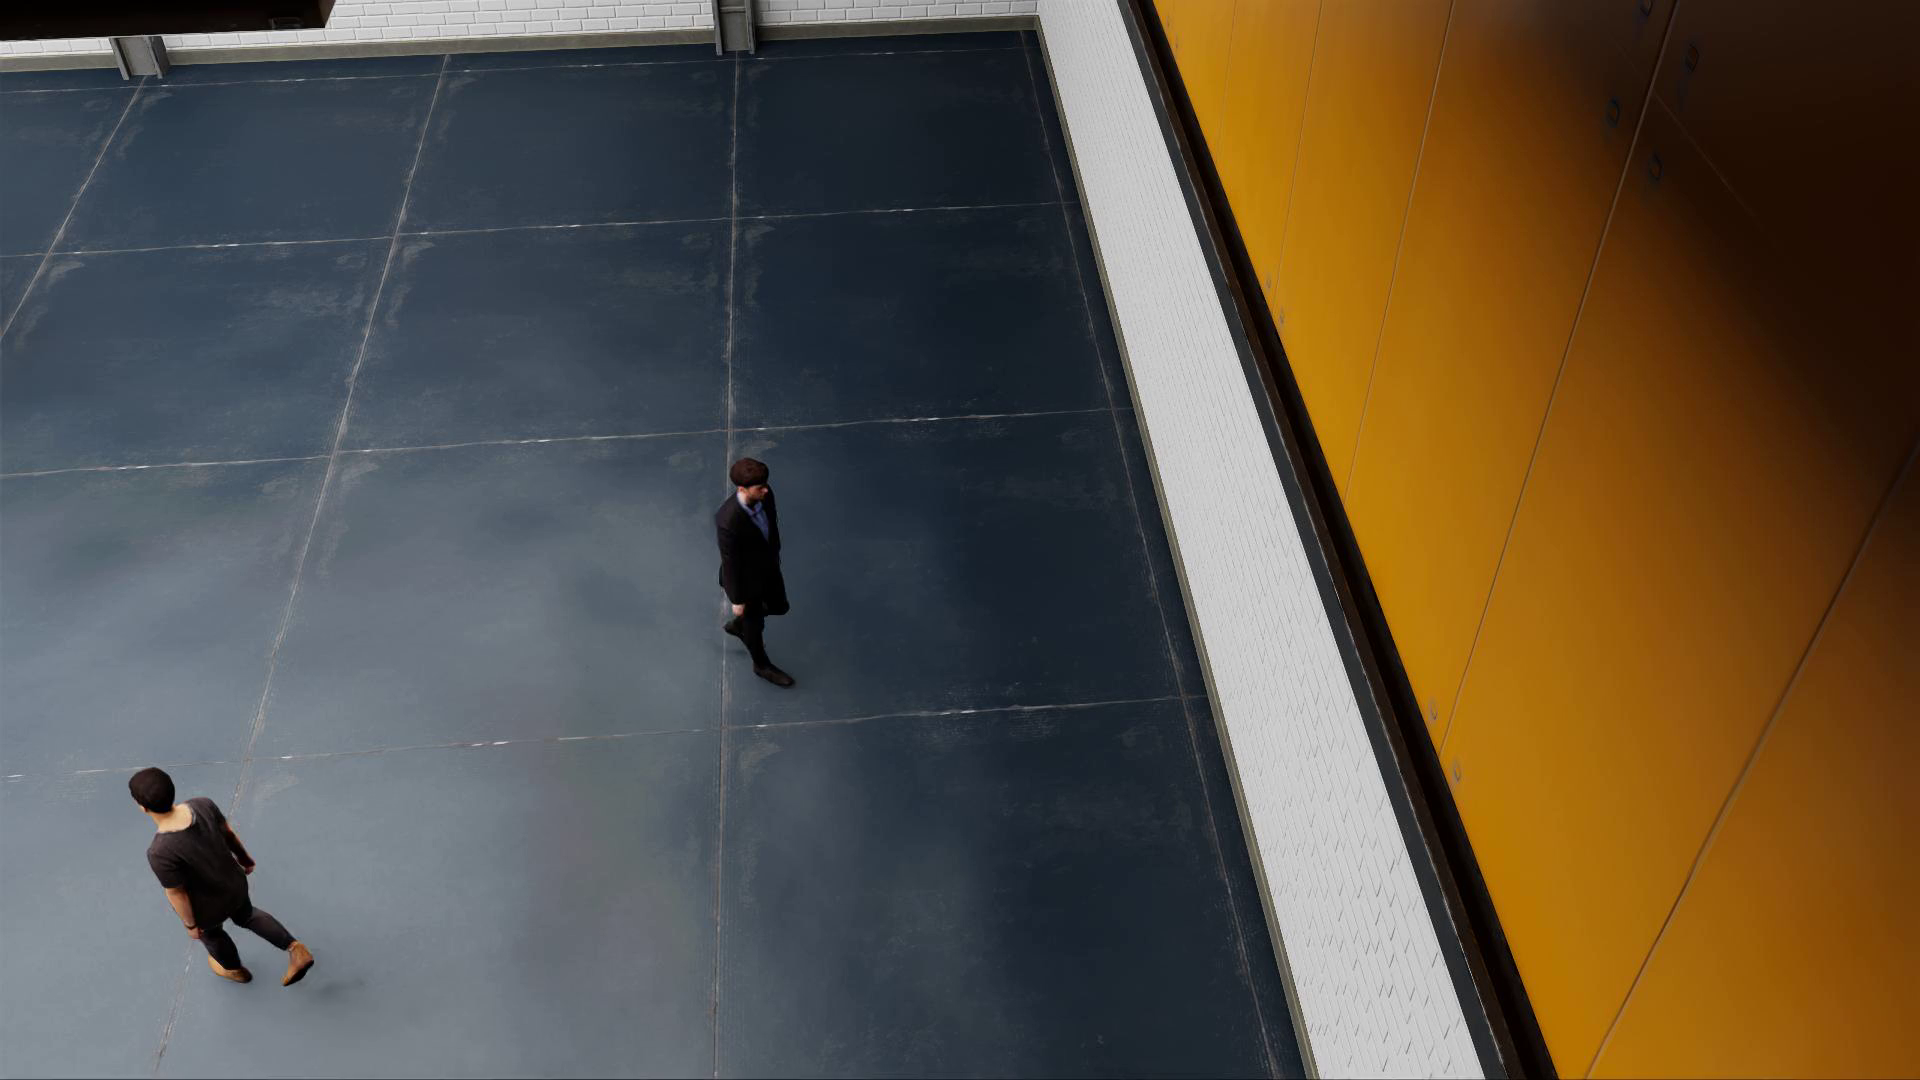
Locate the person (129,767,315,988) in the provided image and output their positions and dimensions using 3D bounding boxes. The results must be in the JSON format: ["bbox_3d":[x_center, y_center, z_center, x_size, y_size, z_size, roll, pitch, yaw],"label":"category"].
[{"bbox_3d":[-3.904,1.862,8.808,1.054,1.684,0.902,12,45,12],"label":"person"}]

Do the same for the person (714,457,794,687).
[{"bbox_3d":[-1.371,0.170,10.448,0.991,1.872,0.929,22,48,22],"label":"person"}]
